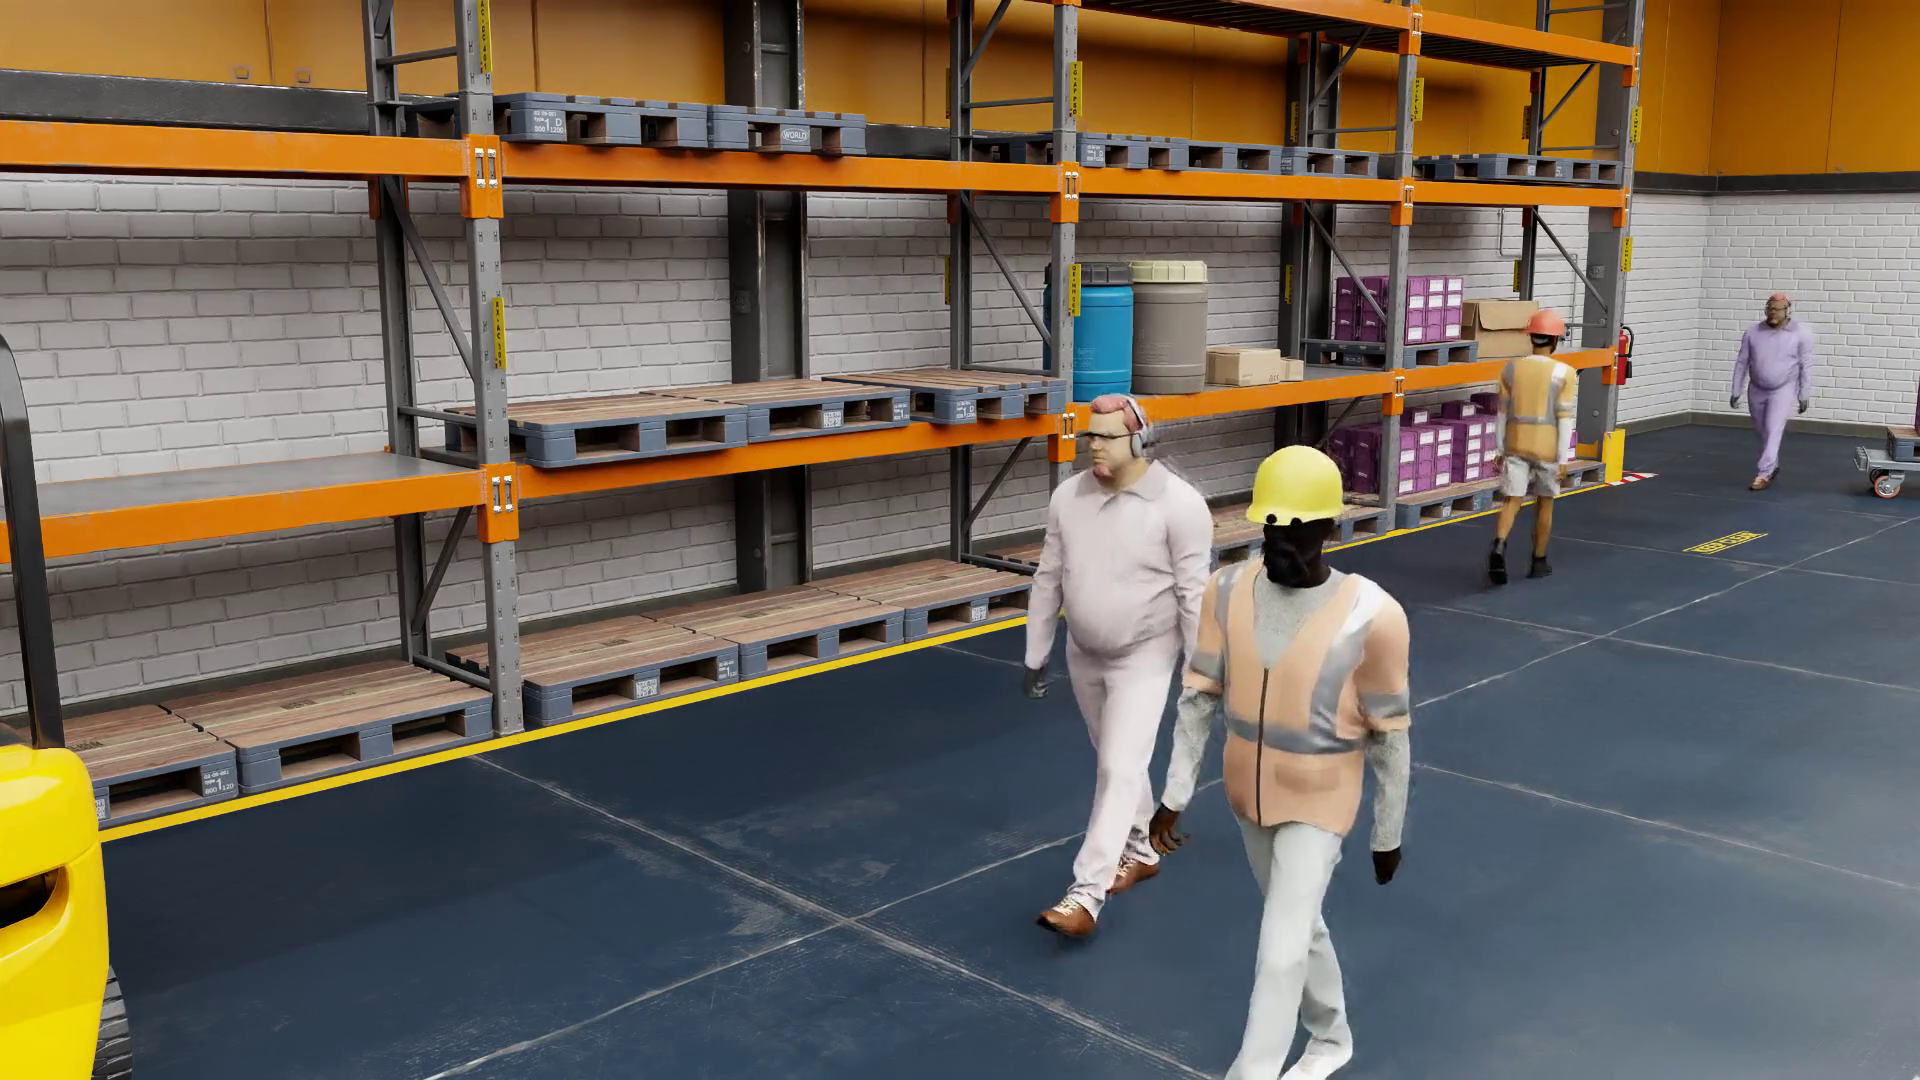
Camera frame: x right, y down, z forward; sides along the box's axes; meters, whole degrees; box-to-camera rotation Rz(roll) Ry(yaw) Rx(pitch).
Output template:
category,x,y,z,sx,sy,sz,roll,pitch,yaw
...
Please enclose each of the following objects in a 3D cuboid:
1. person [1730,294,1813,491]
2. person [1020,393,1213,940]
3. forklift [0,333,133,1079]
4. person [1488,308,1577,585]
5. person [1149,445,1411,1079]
category,x,y,z,sx,sy,sz,roll,pitch,yaw
person,7.807,-1.440,16.002,0.989,1.864,0.664,-10,14,-44
person,0.485,0.429,5.802,0.670,1.859,0.974,10,14,42
forklift,-3.289,0.485,4.582,1.214,2.155,2.313,-10,14,-44
person,3.929,-0.631,11.453,0.551,1.912,0.823,8,13,37
person,0.831,0.686,4.364,0.998,1.873,0.596,-10,14,-42
